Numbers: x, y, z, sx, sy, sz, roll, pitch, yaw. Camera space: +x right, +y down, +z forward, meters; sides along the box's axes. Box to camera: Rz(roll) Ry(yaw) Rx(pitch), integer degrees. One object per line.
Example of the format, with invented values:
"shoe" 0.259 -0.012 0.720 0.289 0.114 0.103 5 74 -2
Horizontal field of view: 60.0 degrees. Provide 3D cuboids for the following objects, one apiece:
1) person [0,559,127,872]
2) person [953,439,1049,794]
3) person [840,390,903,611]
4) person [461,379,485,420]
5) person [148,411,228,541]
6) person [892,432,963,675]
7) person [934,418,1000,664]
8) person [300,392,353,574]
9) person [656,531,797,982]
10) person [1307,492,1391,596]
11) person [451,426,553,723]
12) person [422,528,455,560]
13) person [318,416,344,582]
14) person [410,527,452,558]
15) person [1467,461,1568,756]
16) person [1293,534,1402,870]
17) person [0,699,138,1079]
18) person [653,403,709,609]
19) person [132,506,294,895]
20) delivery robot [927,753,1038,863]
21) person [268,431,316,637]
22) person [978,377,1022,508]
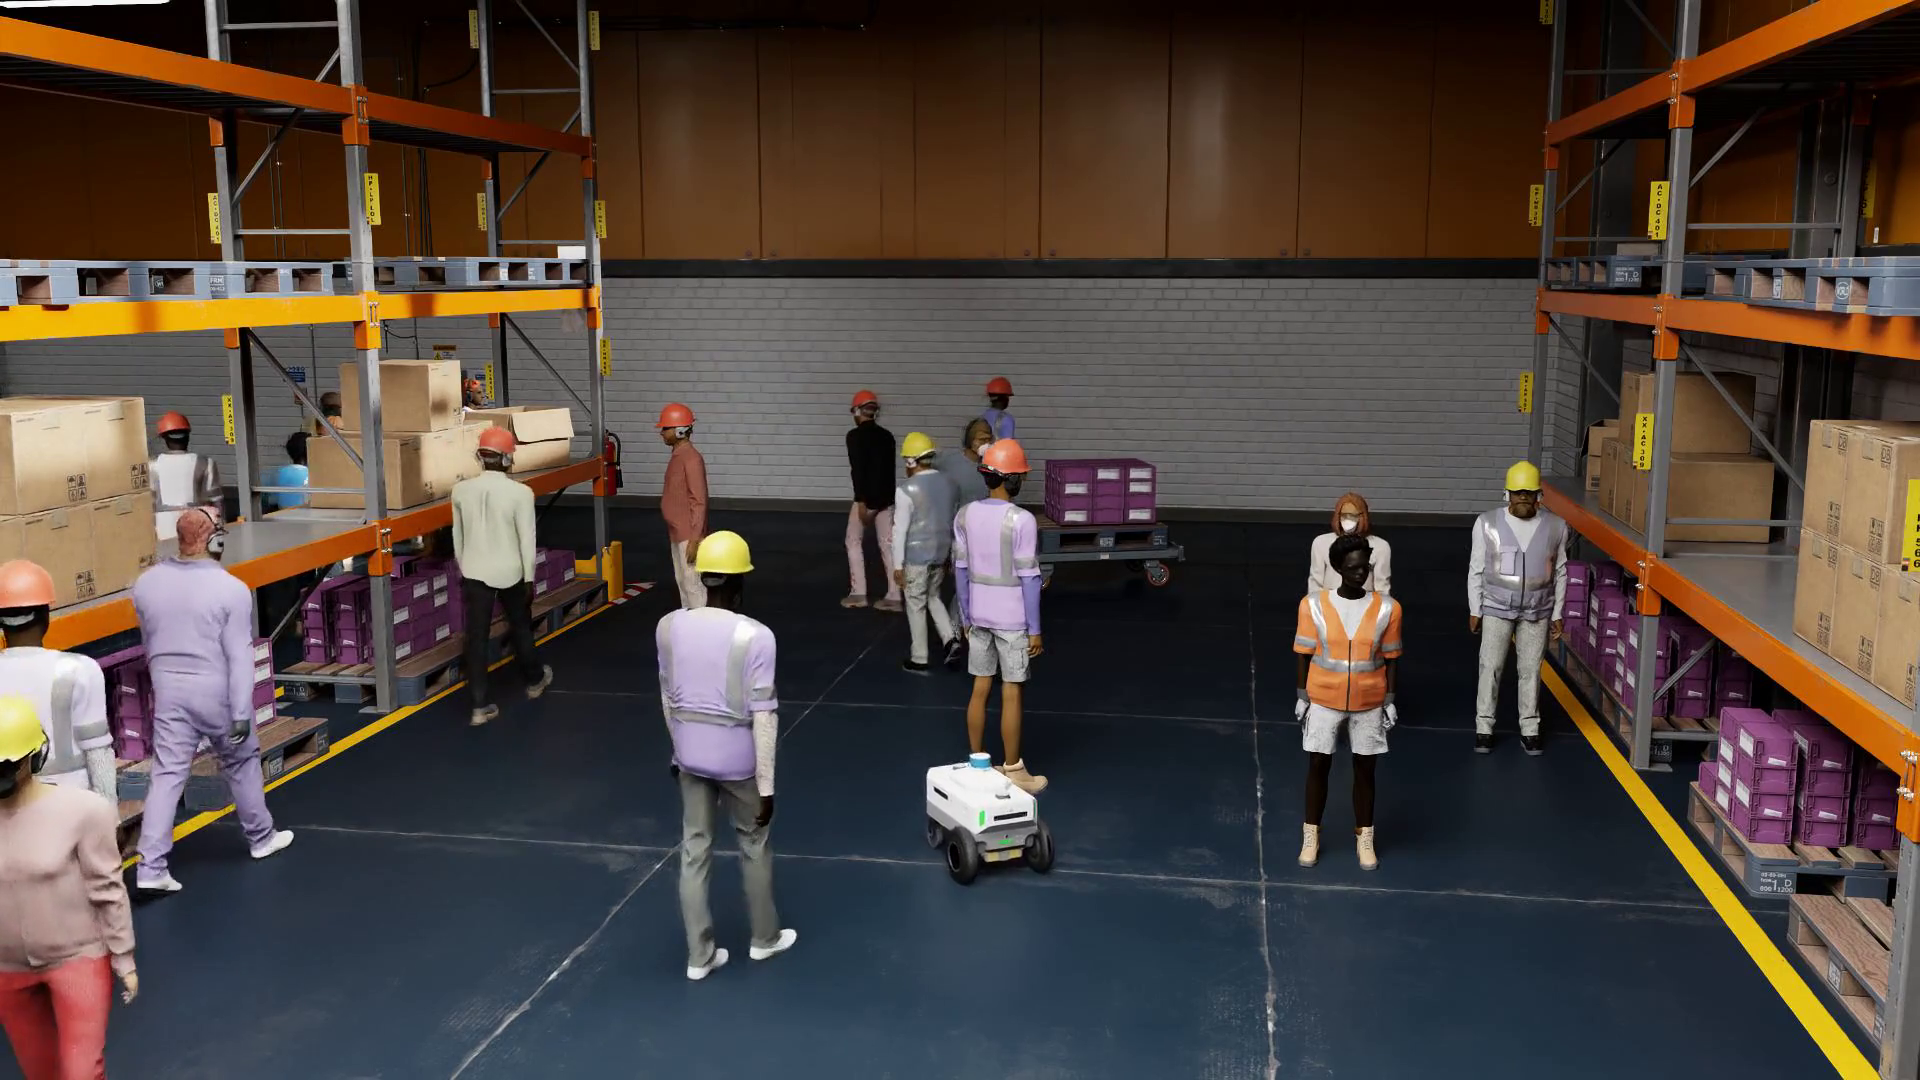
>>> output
"person" -3.444 1.031 6.237 0.575 1.926 0.450 -1 9 -7
"person" 0.243 0.442 9.514 0.604 2.044 0.375 9 13 43
"person" -0.763 -0.339 14.687 0.704 1.928 0.638 8 12 42
"person" -5.016 -0.721 17.179 0.355 1.884 0.575 -2 9 -11
"person" -5.993 -0.040 12.907 0.582 1.897 0.674 -2 9 -14
"person" -0.255 0.108 12.270 0.613 1.814 0.462 -9 13 -42
"person" 0.119 0.023 12.587 0.638 1.880 1.017 -5 11 -29
"person" -6.220 -0.558 16.445 0.669 1.824 0.437 1 9 6
"person" -1.001 0.903 7.104 0.628 1.918 0.572 4 10 21
"person" 2.412 0.509 10.361 0.507 1.631 0.269 4 10 21
"person" -3.113 0.202 11.277 0.632 1.941 1.010 1 9 7
"person" -4.935 -0.493 15.771 0.559 1.882 0.972 2 9 14
"person" -5.912 -0.359 15.757 0.291 1.625 0.512 -8 12 -41
"person" -5.553 -0.729 17.180 0.528 1.901 0.651 5 11 29
"person" 3.442 0.422 10.284 0.594 1.832 0.404 1 9 9
"person" 1.932 0.806 8.326 0.537 1.700 0.317 1 9 9
"person" -2.825 1.323 5.068 0.551 1.732 0.658 -1 9 -4
"person" -2.116 -0.050 12.699 0.397 1.992 0.622 -4 10 -23
"person" -3.713 0.764 8.110 0.645 1.866 0.983 1 9 8
"delivery robot" 0.103 1.319 8.392 0.477 0.478 0.707 -4 10 -24
"person" -5.373 -0.063 13.755 0.550 1.671 0.655 3 10 16
"person" 0.386 -0.676 16.764 0.590 1.923 0.601 -6 11 -33
